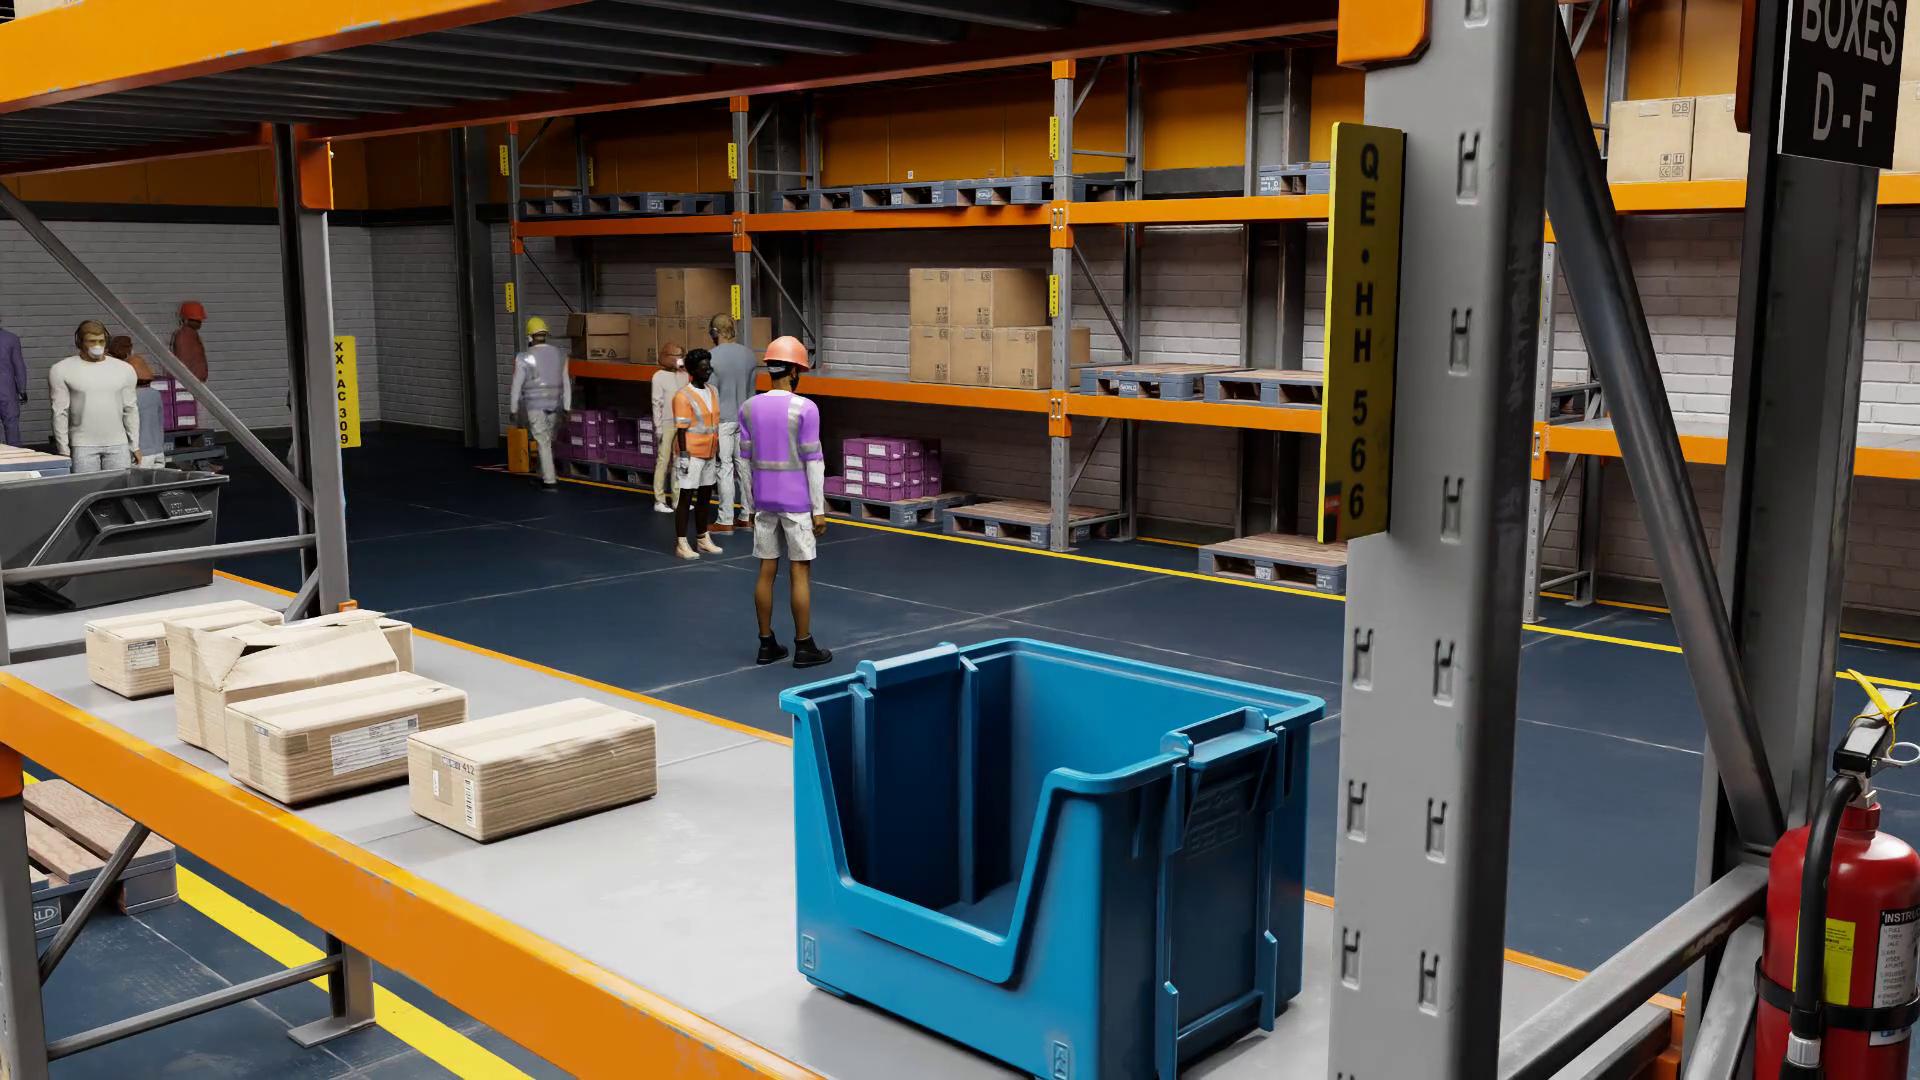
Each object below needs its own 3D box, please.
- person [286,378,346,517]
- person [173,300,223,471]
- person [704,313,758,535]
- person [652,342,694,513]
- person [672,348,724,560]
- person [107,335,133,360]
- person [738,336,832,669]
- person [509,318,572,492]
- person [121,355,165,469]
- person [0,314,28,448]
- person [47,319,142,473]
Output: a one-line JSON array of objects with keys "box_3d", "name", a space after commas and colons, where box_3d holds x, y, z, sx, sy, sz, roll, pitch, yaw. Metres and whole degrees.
[{"box_3d": [-3.896, -0.165, 10.075, 0.320, 1.697, 0.537, -2, 9, -12], "name": "person"}, {"box_3d": [-8.665, -1.720, 18.782, 0.477, 1.963, 0.664, -2, 9, -11], "name": "person"}, {"box_3d": [-2.029, -1.007, 14.521, 0.371, 1.934, 0.627, 7, 12, 39], "name": "person"}, {"box_3d": [-2.746, -1.074, 15.884, 0.288, 1.628, 0.502, 6, 11, 31], "name": "person"}, {"box_3d": [-2.099, -0.687, 13.314, 0.322, 1.690, 0.537, 5, 10, 28], "name": "person"}, {"box_3d": [-9.279, -1.461, 18.335, 0.814, 1.590, 0.482, -5, 10, -27], "name": "person"}, {"box_3d": [-1.009, -0.216, 9.685, 0.542, 1.929, 0.369, 5, 10, 26], "name": "person"}, {"box_3d": [-4.450, -1.414, 17.392, 0.805, 1.800, 0.626, 9, 13, 43], "name": "person"}, {"box_3d": [-6.516, -0.655, 13.271, 0.282, 1.633, 0.501, 1, 9, 7], "name": "person"}, {"box_3d": [-10.955, -1.709, 18.903, 0.655, 1.904, 0.407, -3, 10, -16], "name": "person"}, {"box_3d": [-6.533, -0.700, 12.625, 0.630, 1.938, 0.372, -9, 13, -44], "name": "person"}]
